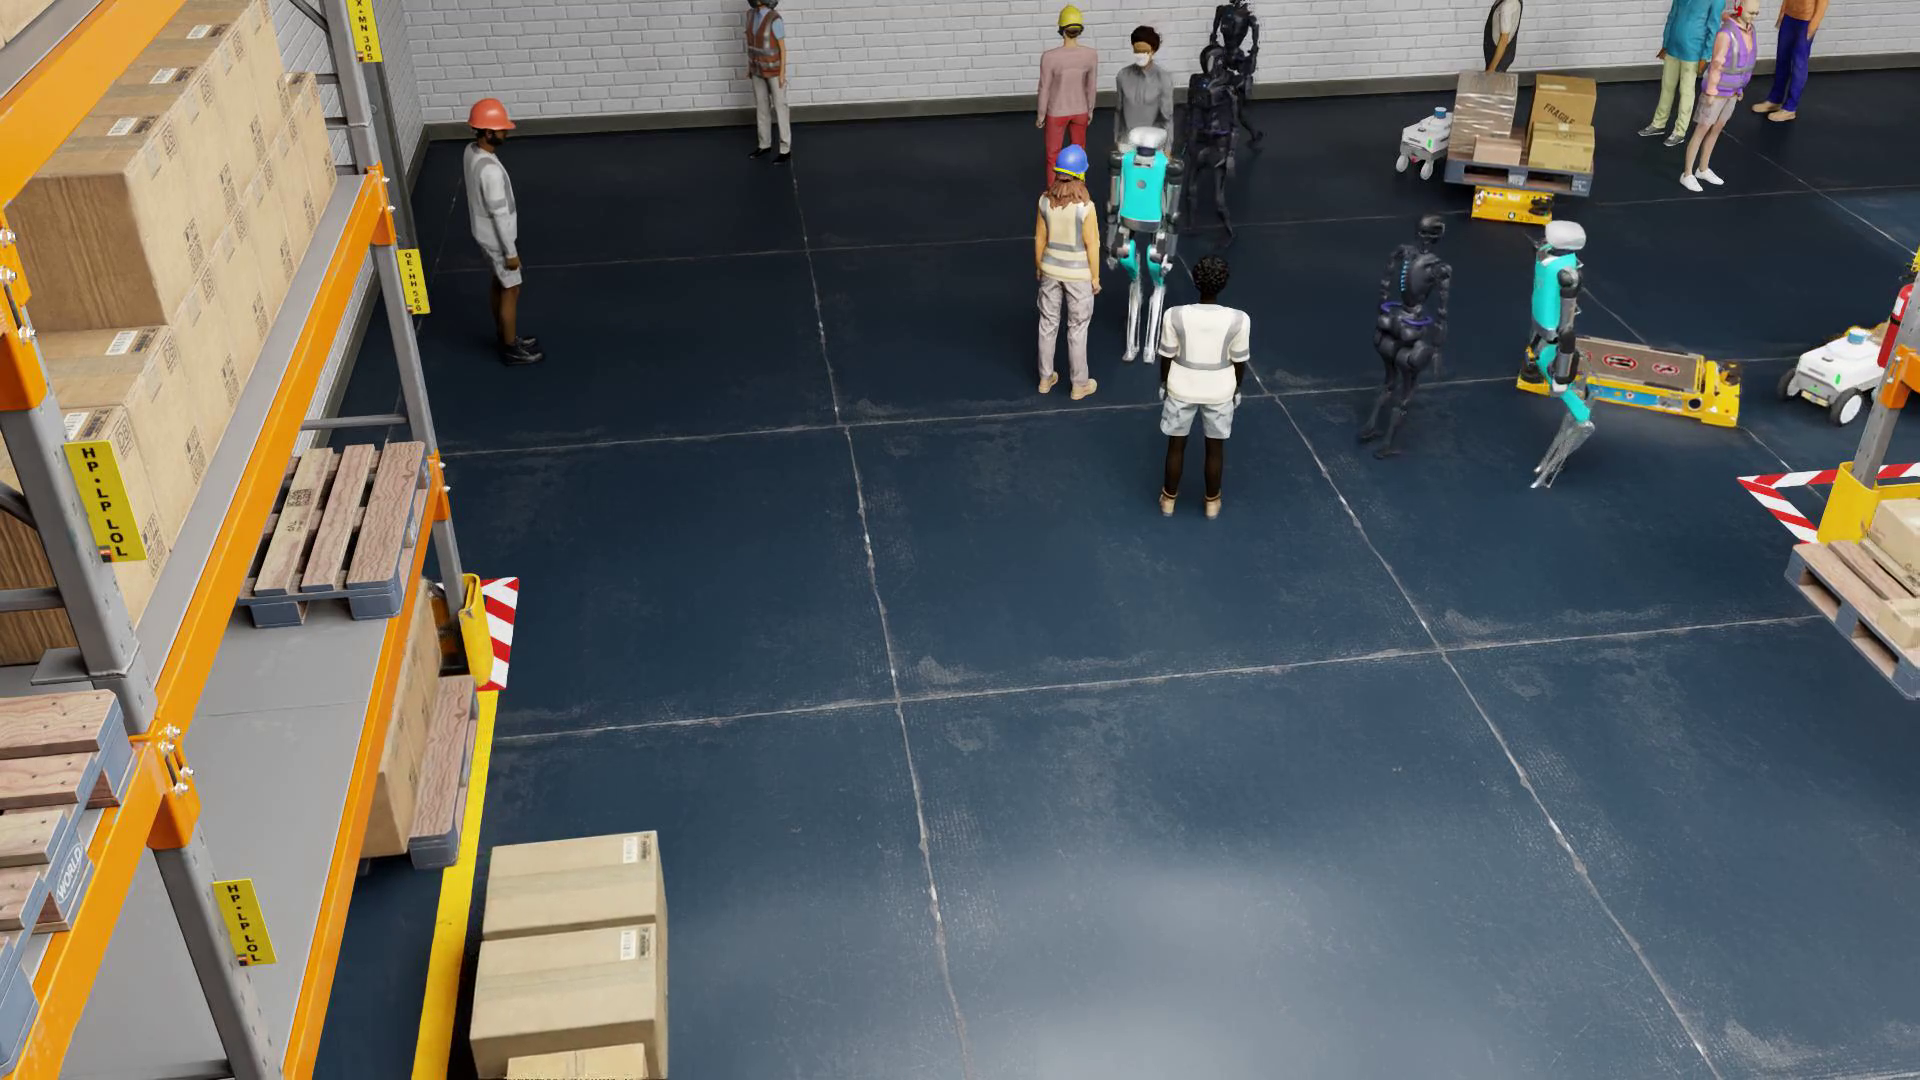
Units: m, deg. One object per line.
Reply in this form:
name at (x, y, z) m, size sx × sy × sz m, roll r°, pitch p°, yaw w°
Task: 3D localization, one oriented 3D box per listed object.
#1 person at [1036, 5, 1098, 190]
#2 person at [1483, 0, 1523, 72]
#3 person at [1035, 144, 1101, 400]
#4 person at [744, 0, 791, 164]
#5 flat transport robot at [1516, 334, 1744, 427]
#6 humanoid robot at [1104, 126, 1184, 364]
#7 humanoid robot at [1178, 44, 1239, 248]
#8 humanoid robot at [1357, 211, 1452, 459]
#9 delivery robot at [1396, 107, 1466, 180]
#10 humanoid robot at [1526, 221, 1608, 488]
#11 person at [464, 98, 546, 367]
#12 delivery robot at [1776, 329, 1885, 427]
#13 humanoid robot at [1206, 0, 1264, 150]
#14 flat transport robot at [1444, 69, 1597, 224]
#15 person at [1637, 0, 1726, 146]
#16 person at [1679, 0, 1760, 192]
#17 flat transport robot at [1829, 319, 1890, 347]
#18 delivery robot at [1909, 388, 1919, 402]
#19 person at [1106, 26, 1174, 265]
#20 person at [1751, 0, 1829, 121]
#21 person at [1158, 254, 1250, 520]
person at (0.892, -3.602, 14.012) m, size 0.525 × 1.760 × 0.327 m, roll -11°, pitch 35°, yaw -16°
person at (4.830, -4.328, 15.044) m, size 0.346 × 1.845 × 0.506 m, roll 10°, pitch 34°, yaw 15°
person at (0.724, -1.798, 11.226) m, size 0.467 × 1.778 × 0.309 m, roll 16°, pitch 36°, yaw 23°
person at (-1.752, -4.260, 15.079) m, size 0.437 × 1.687 × 0.316 m, roll 23°, pitch 40°, yaw 31°
flat transport robot at (4.665, -1.134, 11.591) m, size 1.431 × 0.231 × 0.659 m, roll 13°, pitch 35°, yaw 19°
humanoid robot at (1.315, -2.096, 11.712) m, size 0.532 × 1.789 × 0.671 m, roll 11°, pitch 35°, yaw 16°
humanoid robot at (2.047, -3.212, 13.484) m, size 0.387 × 1.639 × 0.612 m, roll -24°, pitch 40°, yaw -32°
humanoid robot at (2.815, -1.306, 10.568) m, size 0.371 × 1.641 × 0.596 m, roll -19°, pitch 38°, yaw -27°
delivery robot at (4.353, -3.652, 15.179) m, size 0.773 × 0.586 × 0.499 m, roll -26°, pitch 41°, yaw -34°
humanoid robot at (3.771, -1.101, 10.218) m, size 0.726 × 1.797 × 0.546 m, roll -3°, pitch 33°, yaw -4°
person at (-3.194, -2.132, 11.609) m, size 0.387 × 1.925 × 0.547 m, roll -16°, pitch 37°, yaw -23°
delivery robot at (6.021, -1.143, 11.348) m, size 0.775 × 0.601 × 0.499 m, roll -18°, pitch 37°, yaw -26°
humanoid robot at (2.538, -4.323, 15.235) m, size 0.735 × 1.650 × 0.599 m, roll -25°, pitch 41°, yaw -33°
flat transport robot at (4.886, -3.149, 14.678) m, size 0.659 × 0.231 × 1.431 m, roll 9°, pitch 34°, yaw 14°
person at (6.748, -4.575, 15.504) m, size 0.334 × 1.747 × 0.571 m, roll -14°, pitch 36°, yaw -21°
person at (6.670, -3.913, 14.547) m, size 0.479 × 1.690 × 0.346 m, roll -20°, pitch 38°, yaw -28°
flat transport robot at (6.903, -1.192, 11.678) m, size 1.431 × 0.231 × 0.659 m, roll 28°, pitch 42°, yaw 36°
delivery robot at (6.918, -1.070, 11.223) m, size 0.772 × 0.586 × 0.499 m, roll -1°, pitch 33°, yaw -2°
person at (1.475, -3.216, 13.334) m, size 0.543 × 1.853 × 0.960 m, roll 13°, pitch 35°, yaw 19°
person at (8.111, -5.063, 16.059) m, size 0.402 × 1.974 × 0.517 m, roll -10°, pitch 34°, yaw -14°
person at (1.433, -0.888, 9.913) m, size 0.535 × 1.692 × 0.319 m, roll 4°, pitch 33°, yaw 6°
